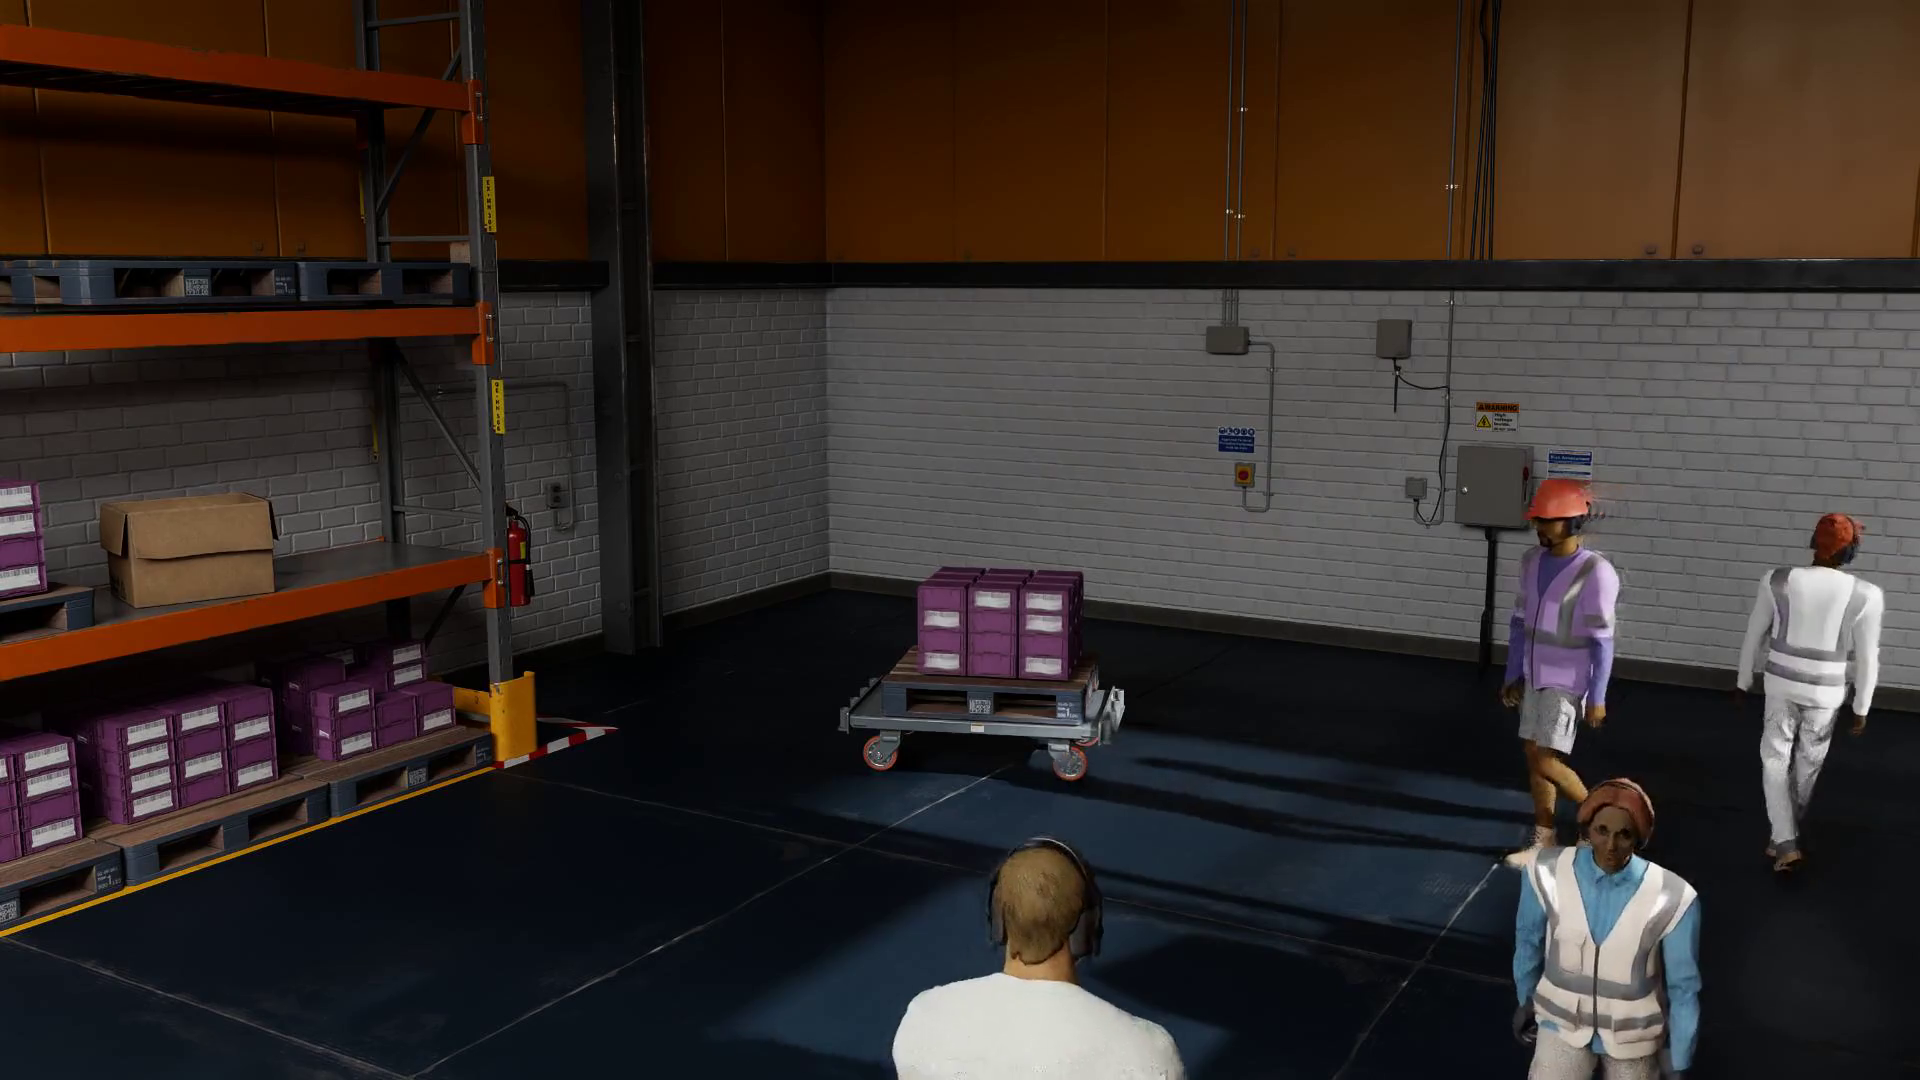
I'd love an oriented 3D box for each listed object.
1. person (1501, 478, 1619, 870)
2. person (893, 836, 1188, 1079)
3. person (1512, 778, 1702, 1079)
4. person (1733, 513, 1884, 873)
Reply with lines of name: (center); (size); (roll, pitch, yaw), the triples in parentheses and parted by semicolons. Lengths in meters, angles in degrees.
person: (2.992, 0.696, 8.340); (0.469, 2.029, 0.617); (-3, 10, -17)
person: (0.172, 1.542, 3.368); (0.646, 1.916, 0.429); (4, 10, 25)
person: (1.844, 1.469, 4.820); (0.528, 1.586, 0.858); (5, 10, 28)
person: (4.262, 0.773, 8.410); (0.649, 1.855, 0.696); (5, 10, 29)
